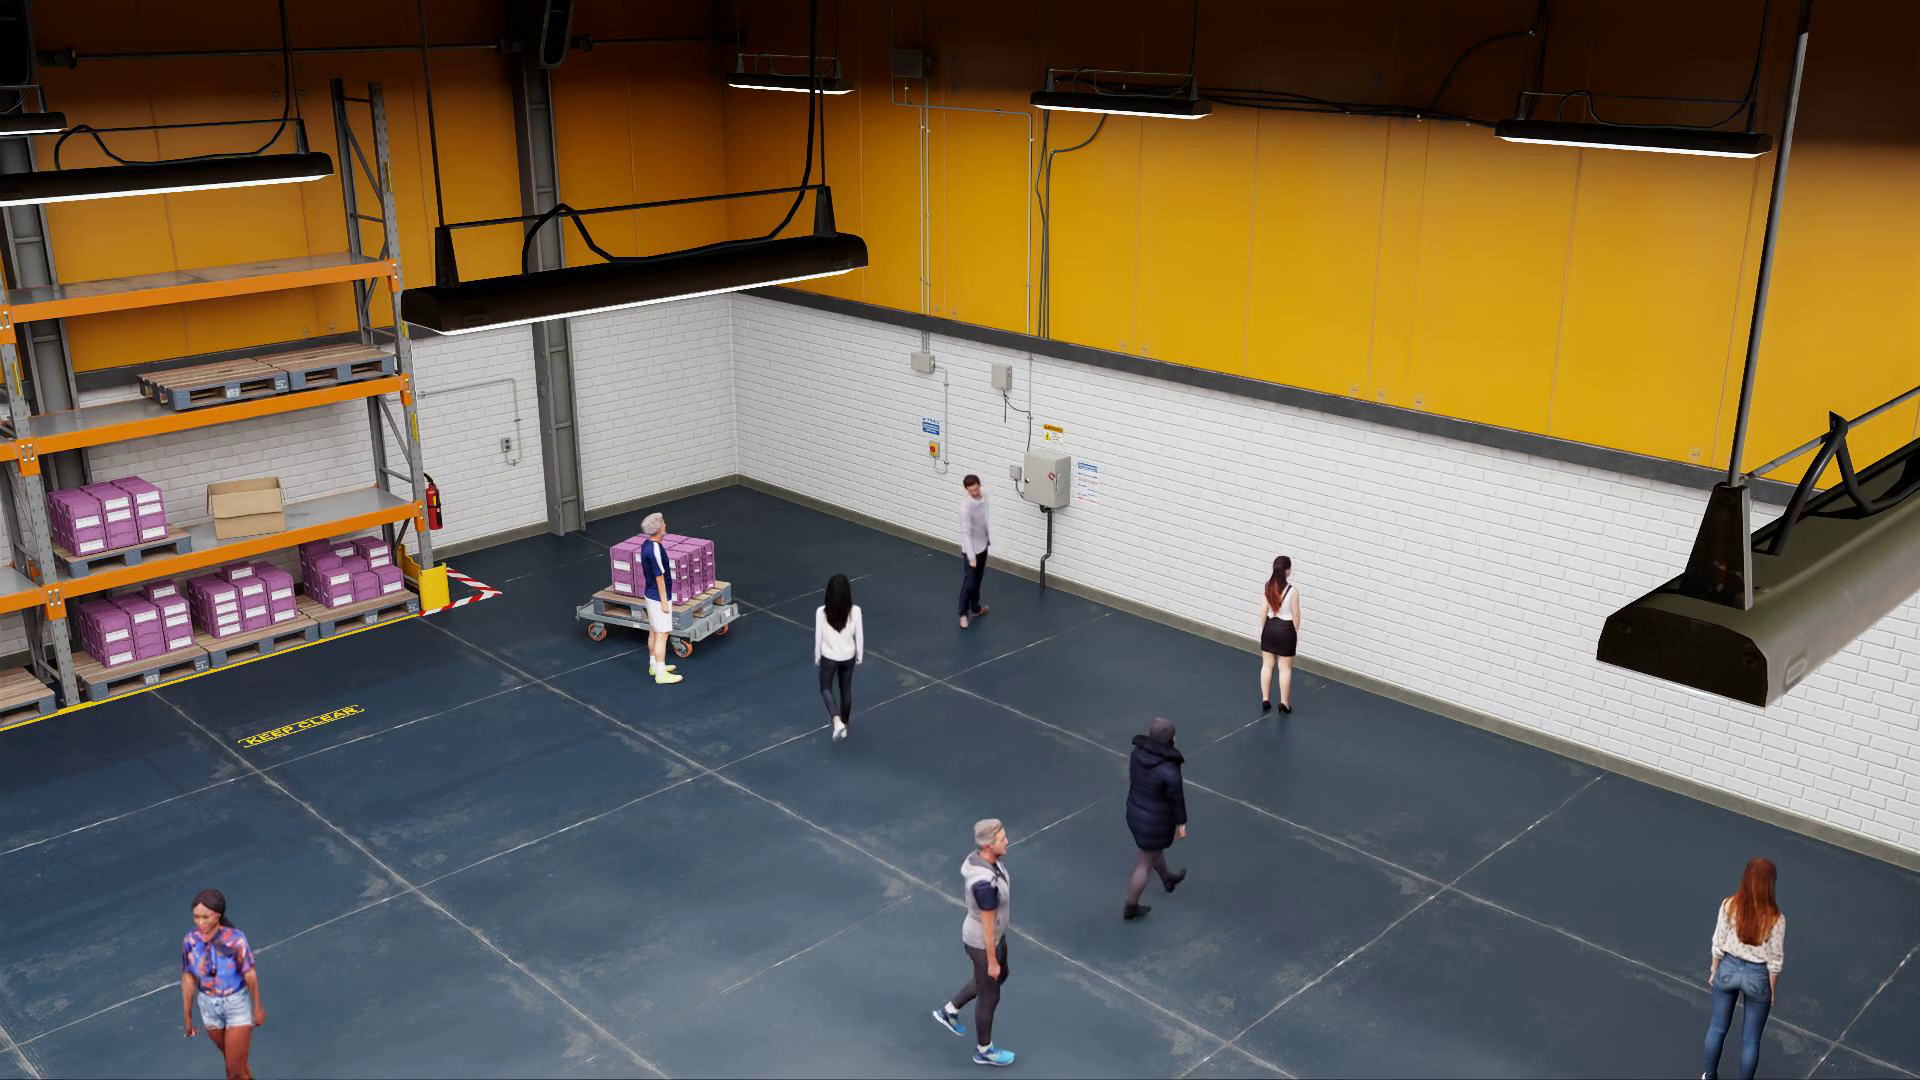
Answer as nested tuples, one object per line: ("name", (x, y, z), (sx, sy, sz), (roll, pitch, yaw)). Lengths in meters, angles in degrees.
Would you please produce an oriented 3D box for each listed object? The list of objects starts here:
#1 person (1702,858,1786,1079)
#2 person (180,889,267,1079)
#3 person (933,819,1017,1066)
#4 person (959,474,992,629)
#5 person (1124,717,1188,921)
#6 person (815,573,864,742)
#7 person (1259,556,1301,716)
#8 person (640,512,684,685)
("person", (5.108, 2.859, 10.835), (0.589, 1.728, 0.524), (15, 24, 37))
("person", (-4.607, 2.956, 10.552), (0.851, 1.724, 0.926), (1, 19, 4))
("person", (0.080, 2.699, 11.169), (0.990, 1.817, 0.934), (1, 19, 4))
("person", (0.174, 0.060, 19.018), (0.974, 1.809, 0.668), (4, 19, 12))
("person", (1.432, 2.193, 12.947), (1.033, 1.642, 0.776), (-13, 23, -34))
("person", (-1.162, 1.161, 15.949), (0.883, 1.681, 0.897), (-5, 19, -14))
("person", (3.185, 0.950, 16.626), (0.603, 1.649, 0.586), (10, 21, 28))
("person", (-3.160, 0.587, 17.408), (0.690, 1.838, 0.712), (-7, 20, -21))
